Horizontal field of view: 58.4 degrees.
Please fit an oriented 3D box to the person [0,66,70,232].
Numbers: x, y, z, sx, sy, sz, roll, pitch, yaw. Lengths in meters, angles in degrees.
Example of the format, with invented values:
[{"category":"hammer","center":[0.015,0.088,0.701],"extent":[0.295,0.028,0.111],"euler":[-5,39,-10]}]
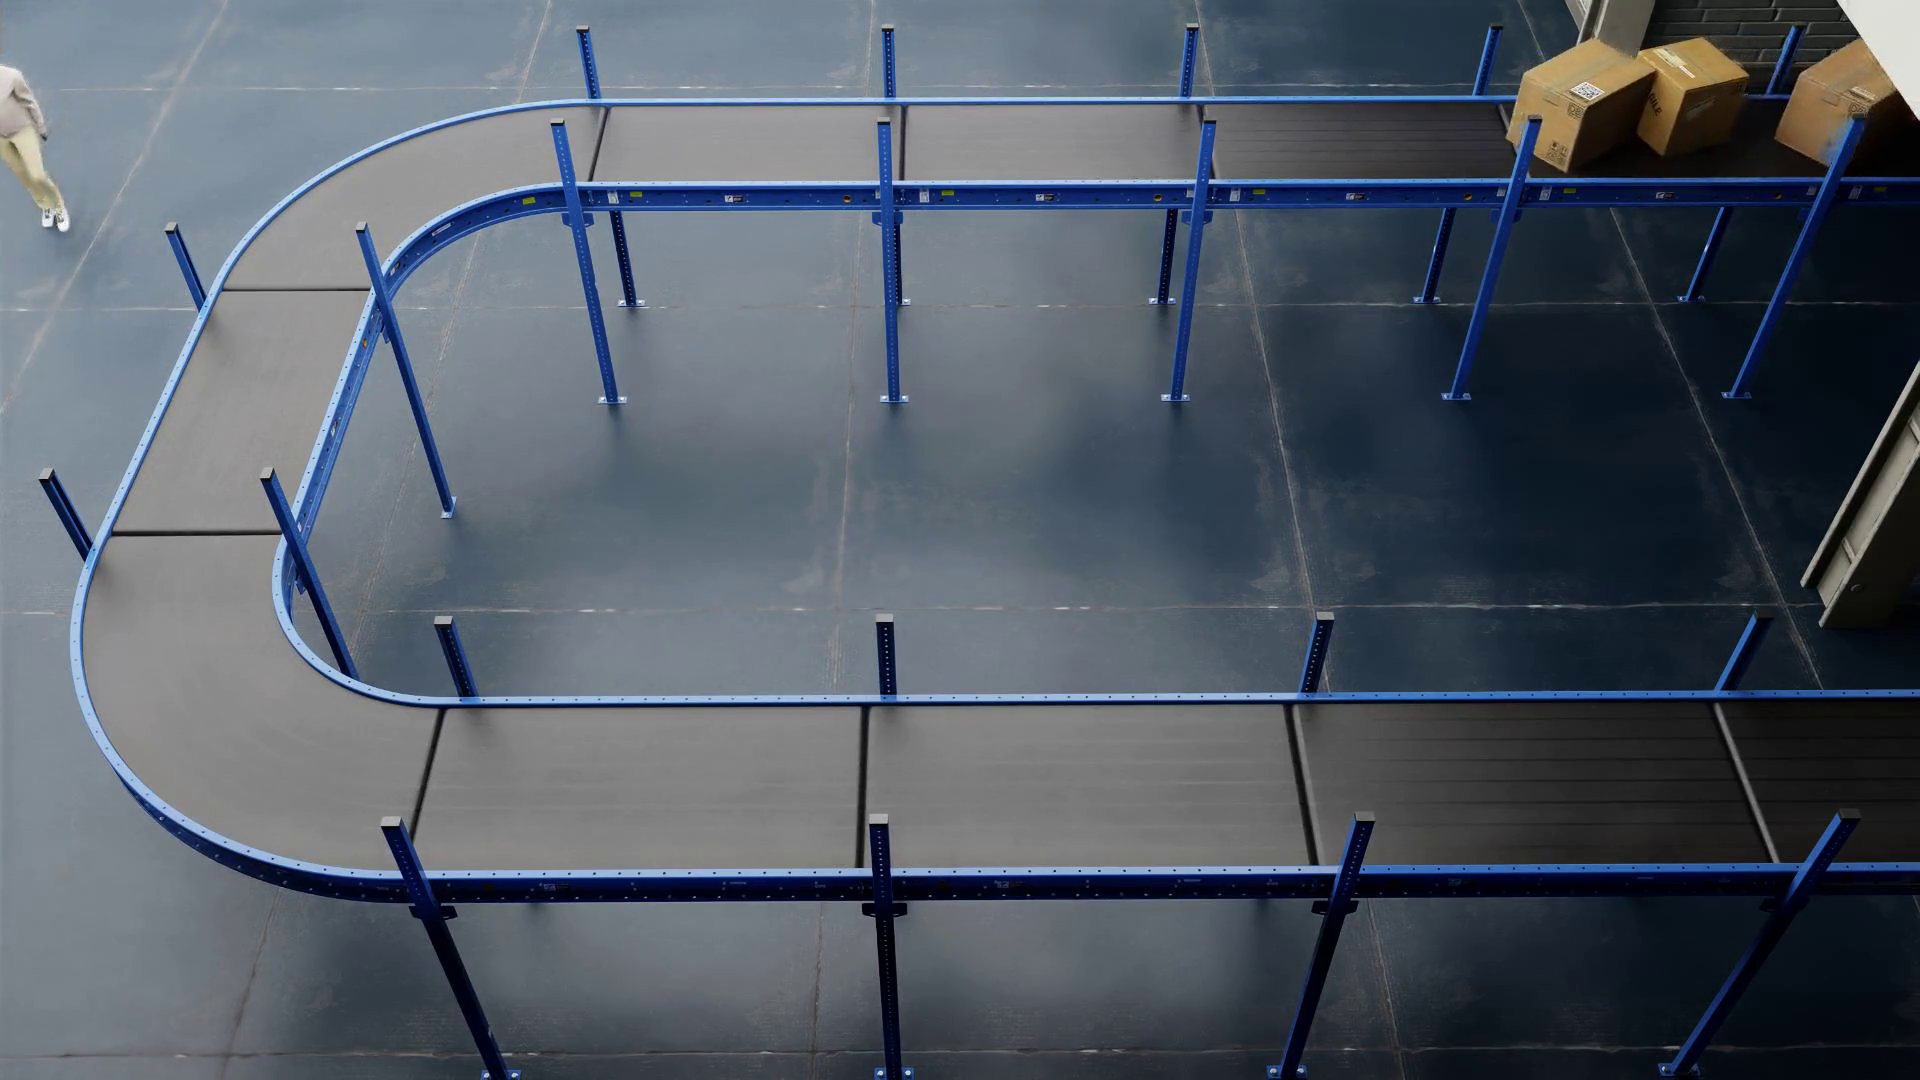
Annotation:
[{"category":"person","center":[-7.195,-3.031,13.000],"extent":[0.506,1.618,0.499],"euler":[-7,47,-6]}]
